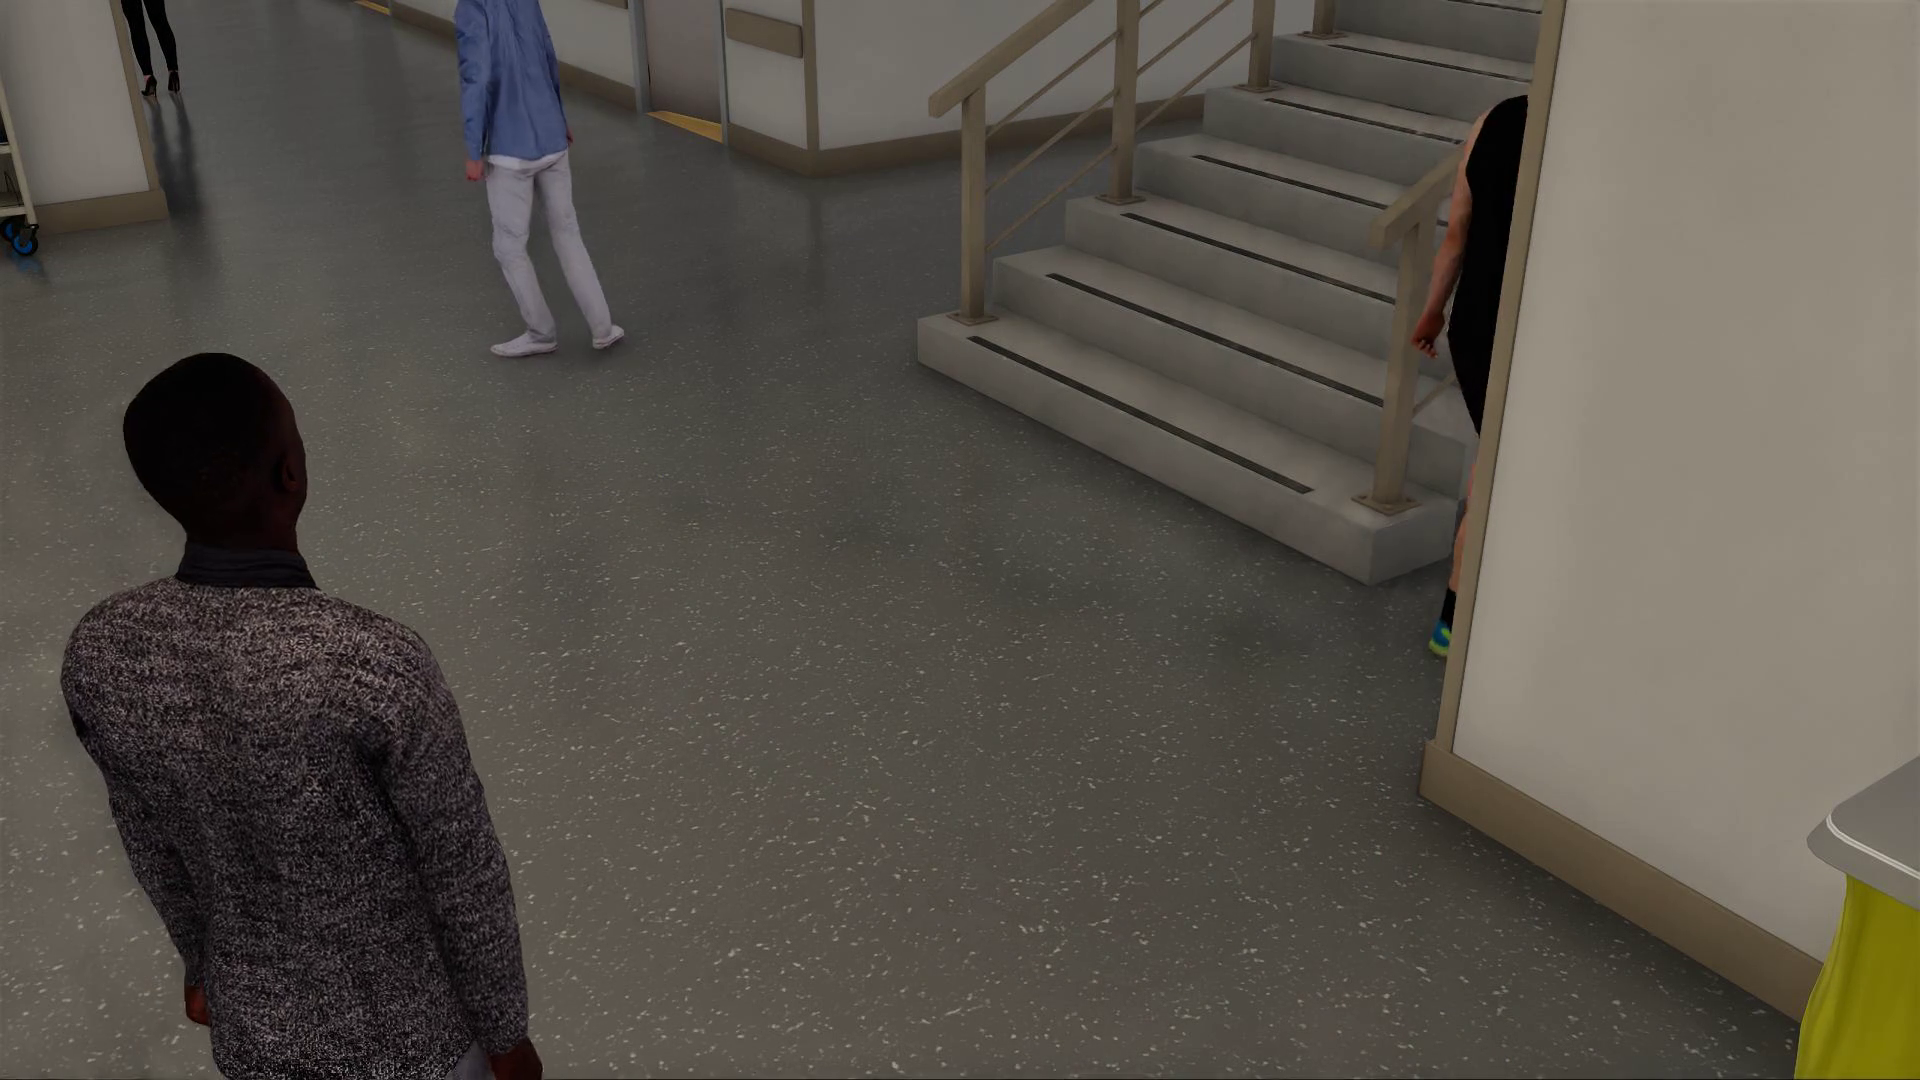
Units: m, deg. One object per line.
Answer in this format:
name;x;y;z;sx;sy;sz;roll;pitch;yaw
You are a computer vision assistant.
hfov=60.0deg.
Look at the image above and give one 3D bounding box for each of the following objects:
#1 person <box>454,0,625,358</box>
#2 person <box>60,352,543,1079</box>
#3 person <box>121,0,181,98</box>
person;-1.790;-1.657;6.950;0.971;1.850;0.833;19;31;34
person;-0.831;0.671;2.153;0.831;1.823;0.891;4;26;9
person;-6.118;-4.194;12.371;0.683;1.712;0.514;19;32;34
